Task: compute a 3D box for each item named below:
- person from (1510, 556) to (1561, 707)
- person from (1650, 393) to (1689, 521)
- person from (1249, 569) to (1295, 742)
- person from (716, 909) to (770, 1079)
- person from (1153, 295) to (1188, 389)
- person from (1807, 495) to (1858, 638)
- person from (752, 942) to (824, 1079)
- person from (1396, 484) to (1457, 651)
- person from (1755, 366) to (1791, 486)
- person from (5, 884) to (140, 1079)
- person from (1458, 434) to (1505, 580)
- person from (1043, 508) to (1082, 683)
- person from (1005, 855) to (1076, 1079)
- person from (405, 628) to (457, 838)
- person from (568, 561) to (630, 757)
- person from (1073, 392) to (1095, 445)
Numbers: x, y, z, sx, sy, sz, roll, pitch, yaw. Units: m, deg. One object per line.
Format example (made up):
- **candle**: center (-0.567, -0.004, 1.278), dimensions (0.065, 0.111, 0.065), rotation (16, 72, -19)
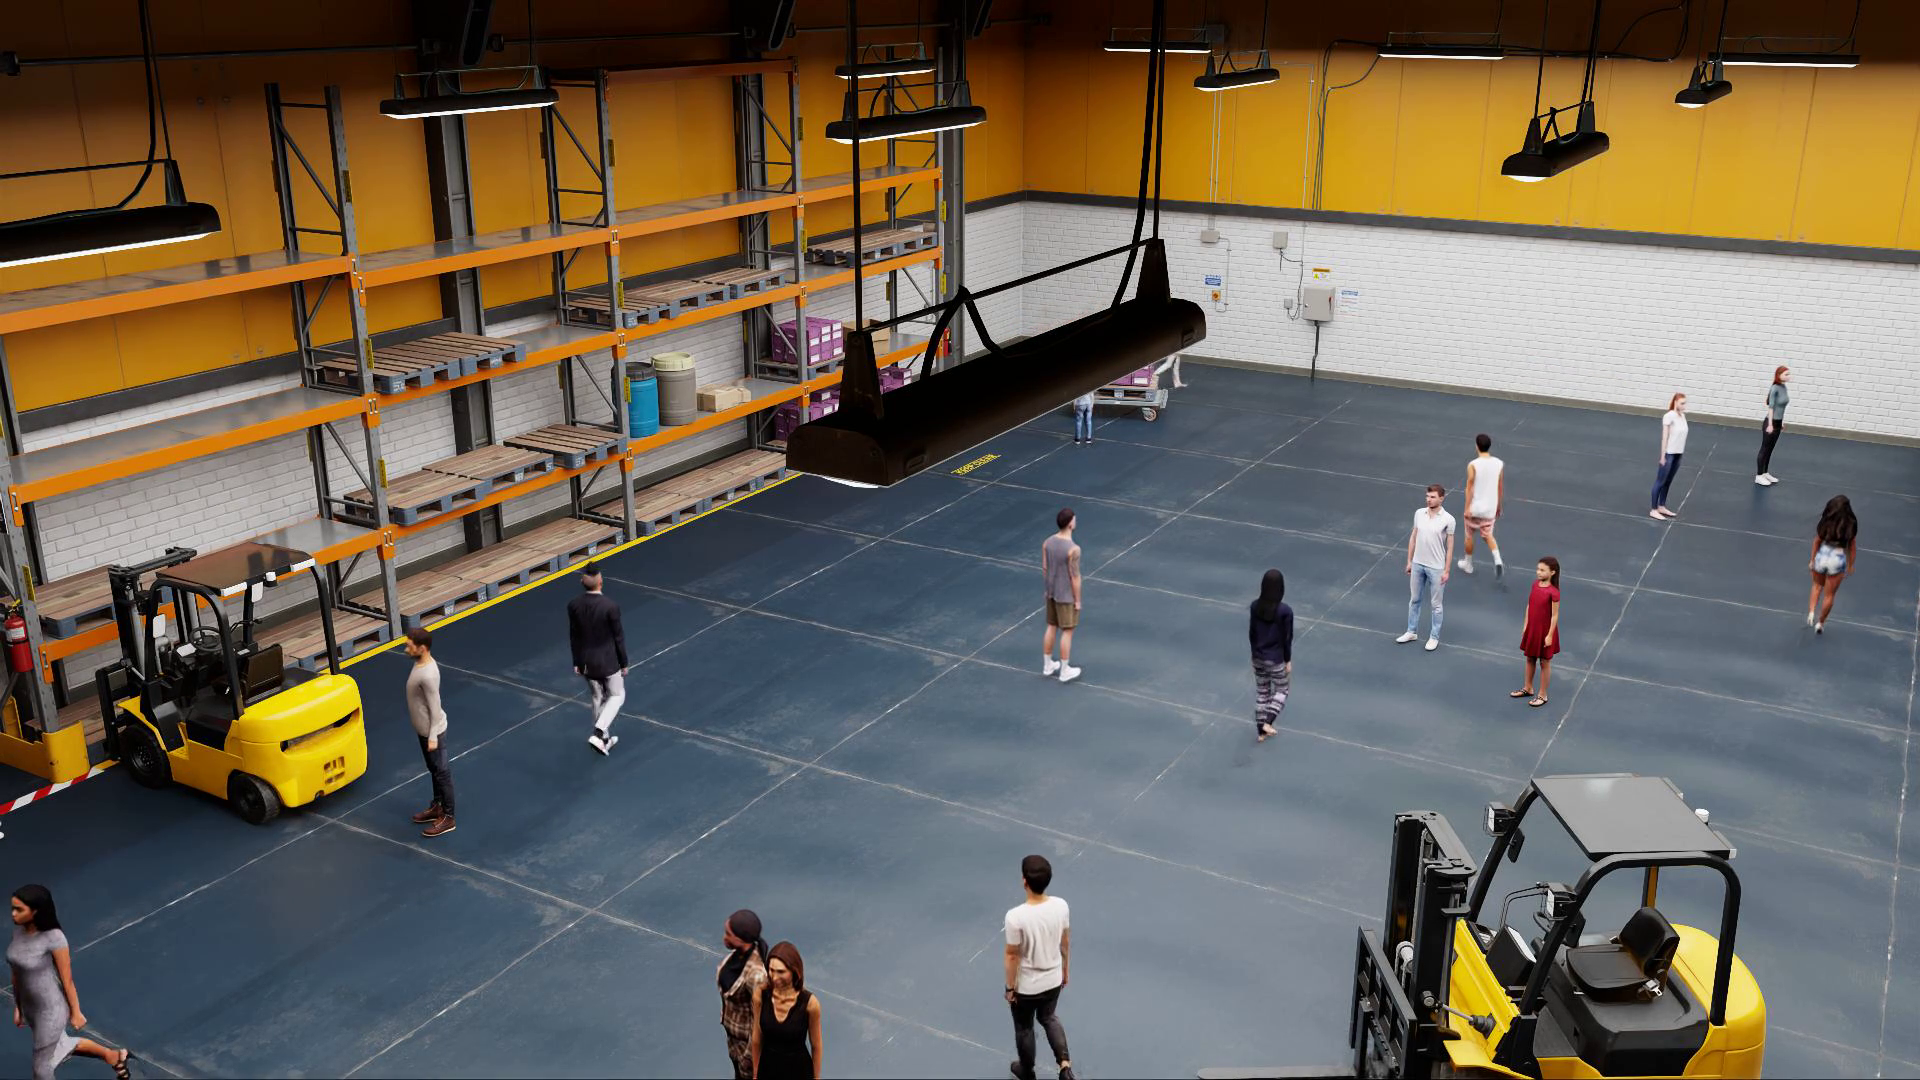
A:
- **person**: center (5.893, 0.897, 16.859), dimensions (0.726, 1.554, 0.665), rotation (-10, 21, -27)
- **person**: center (9.680, -1.162, 22.685), dimensions (0.591, 1.738, 0.698), rotation (-12, 22, -32)
- **person**: center (2.929, 1.134, 15.891), dimensions (0.669, 1.724, 0.639), rotation (14, 23, 36)
- **person**: center (-1.290, 3.038, 10.125), dimensions (0.715, 1.795, 0.681), rotation (-9, 21, -24)
- **person**: center (3.701, -3.494, 29.673), dimensions (1.096, 1.697, 1.049), rotation (-5, 19, -14)
- **person**: center (9.655, 0.312, 18.510), dimensions (0.634, 1.609, 0.669), rotation (17, 25, 41)
- **person**: center (-0.996, 3.164, 9.691), dimensions (0.643, 1.834, 0.625), rotation (4, 19, 11)
- **person**: center (5.148, 0.276, 18.238), dimensions (0.697, 1.851, 0.614), rotation (16, 24, 40)
- **person**: center (11.839, -1.678, 24.209), dimensions (0.595, 1.743, 0.710), rotation (-14, 23, -36)
- **person**: center (-5.669, 2.939, 10.495), dimensions (0.603, 1.747, 1.084), rotation (10, 21, 27)
- **person**: center (6.412, -0.369, 20.300), dimensions (1.044, 1.759, 1.128), rotation (-4, 19, -11)
- **person**: center (1.052, 0.554, 17.233), dimensions (0.672, 1.844, 0.644), rotation (17, 25, 40)
- **person**: center (0.525, 2.867, 10.772), dimensions (0.930, 1.707, 0.933), rotation (-10, 21, -27)
- **person**: center (-4.532, 1.614, 14.247), dimensions (0.739, 1.864, 0.738), rotation (-11, 22, -30)
- **person**: center (-3.398, 1.145, 15.516), dimensions (0.827, 1.942, 0.962), rotation (5, 19, 15)
- **person**: center (1.953, -2.162, 26.402), dimensions (0.569, 1.261, 0.618), rotation (-2, 19, -6)
